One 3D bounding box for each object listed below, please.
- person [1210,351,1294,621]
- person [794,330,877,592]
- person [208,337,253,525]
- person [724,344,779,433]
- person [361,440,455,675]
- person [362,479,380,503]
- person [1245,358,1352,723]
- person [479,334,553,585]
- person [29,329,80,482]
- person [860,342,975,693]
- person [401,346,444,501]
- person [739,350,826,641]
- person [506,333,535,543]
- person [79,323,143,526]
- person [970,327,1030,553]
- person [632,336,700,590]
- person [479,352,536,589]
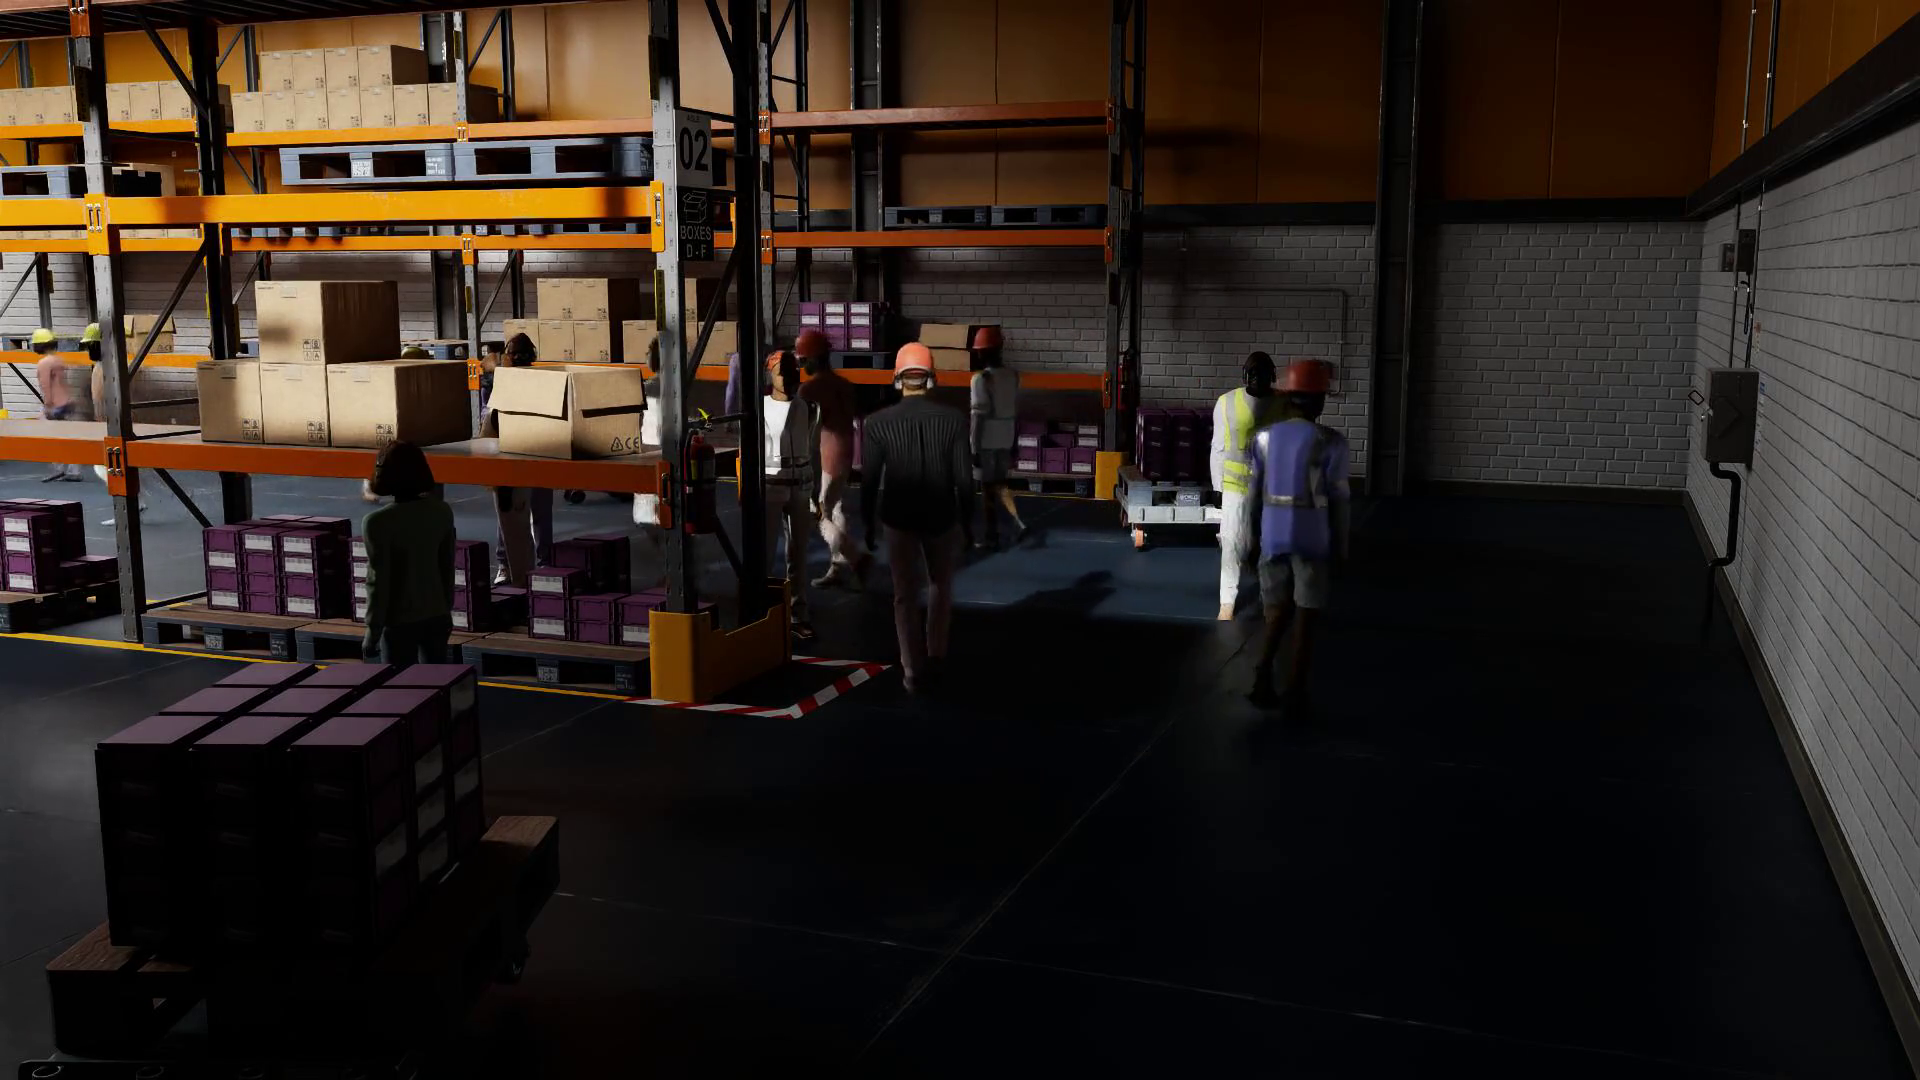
[{"bbox_3d":[2.015,-0.358,11.334,0.624,1.844,0.429,1,9,5],"label":"person"},{"bbox_3d":[-0.922,-0.549,12.157,0.653,1.959,0.677,4,10,26],"label":"person"},{"bbox_3d":[-6.605,-0.972,15.053,0.350,1.883,0.583,-2,9,-14],"label":"person"},{"bbox_3d":[-2.089,-1.253,16.670,0.662,1.925,0.620,-7,12,-39],"label":"person"},{"bbox_3d":[-2.447,0.369,7.404,0.274,1.636,0.507,5,10,27],"label":"person"},{"bbox_3d":[-5.839,-1.257,17.008,0.526,1.829,0.665,5,10,30],"label":"person"},{"bbox_3d":[1.799,0.005,8.785,0.555,1.923,0.420,8,12,42],"label":"person"},{"bbox_3d":[-3.332,-0.610,12.706,0.639,1.910,0.407,-2,9,-13],"label":"person"},{"bbox_3d":[-10.287,-1.514,18.853,0.469,1.746,0.552,0,9,-2],"label":"person"},{"bbox_3d":[-0.246,-0.126,9.433,0.644,1.977,0.483,-1,9,-6],"label":"person"},{"bbox_3d":[-4.034,-0.535,12.468,0.404,1.833,0.591,-1,9,-6],"label":"person"},{"bbox_3d":[-1.131,-0.269,10.648,0.584,1.881,0.349,-5,11,-31],"label":"person"},{"bbox_3d":[-3.784,-0.858,14.401,0.532,1.864,0.312,-8,12,-42],"label":"person"},{"bbox_3d":[-7.949,-1.067,15.541,0.425,1.911,0.619,-8,12,-43],"label":"person"},{"bbox_3d":[0.300,-0.835,14.063,0.574,1.923,0.475,-9,13,-43],"label":"person"},{"bbox_3d":[-2.148,-0.544,12.242,0.451,1.921,0.653,4,10,26],"label":"person"},{"bbox_3d":[-3.127,-0.380,11.518,0.430,1.835,0.622,-2,9,-10],"label":"person"}]
